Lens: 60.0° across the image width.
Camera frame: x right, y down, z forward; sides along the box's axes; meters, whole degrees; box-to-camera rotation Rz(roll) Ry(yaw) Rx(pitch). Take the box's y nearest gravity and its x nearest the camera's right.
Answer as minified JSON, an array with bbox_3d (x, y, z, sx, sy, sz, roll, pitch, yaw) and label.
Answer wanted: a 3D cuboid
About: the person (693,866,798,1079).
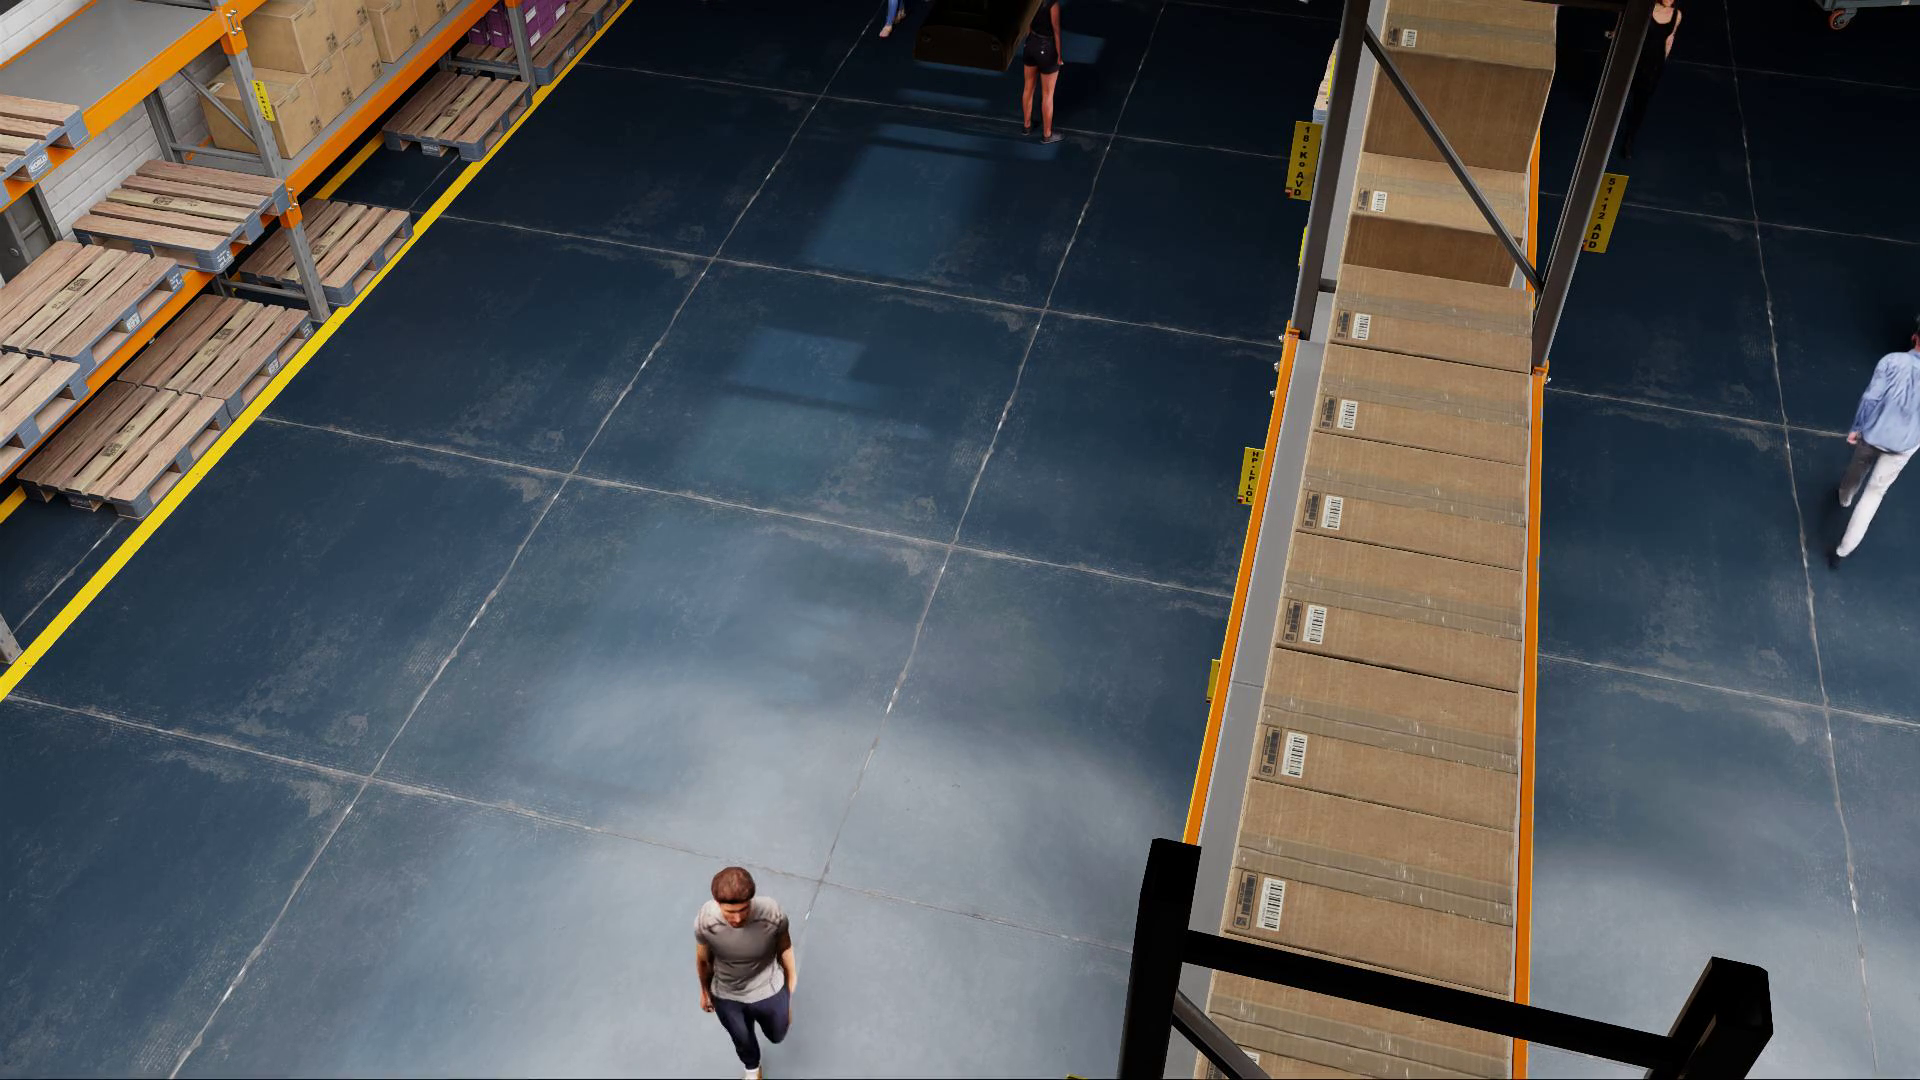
[{"bbox_3d":[-1.083,2.166,8.445,0.817,1.882,0.983,-2,44,-2],"label":"person"}]

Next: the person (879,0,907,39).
[{"bbox_3d":[-0.678,-6.142,17.379,0.741,1.588,0.961,20,47,19],"label":"person"}]

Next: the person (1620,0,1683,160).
[{"bbox_3d":[6.369,-4.466,15.593,0.685,1.625,1.067,3,44,3],"label":"person"}]

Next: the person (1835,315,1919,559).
[{"bbox_3d":[6.399,-0.682,11.458,0.897,1.850,1.266,24,49,23],"label":"person"}]

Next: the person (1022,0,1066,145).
[{"bbox_3d":[0.766,-4.575,15.622,0.677,1.743,0.682,34,53,31],"label":"person"}]
